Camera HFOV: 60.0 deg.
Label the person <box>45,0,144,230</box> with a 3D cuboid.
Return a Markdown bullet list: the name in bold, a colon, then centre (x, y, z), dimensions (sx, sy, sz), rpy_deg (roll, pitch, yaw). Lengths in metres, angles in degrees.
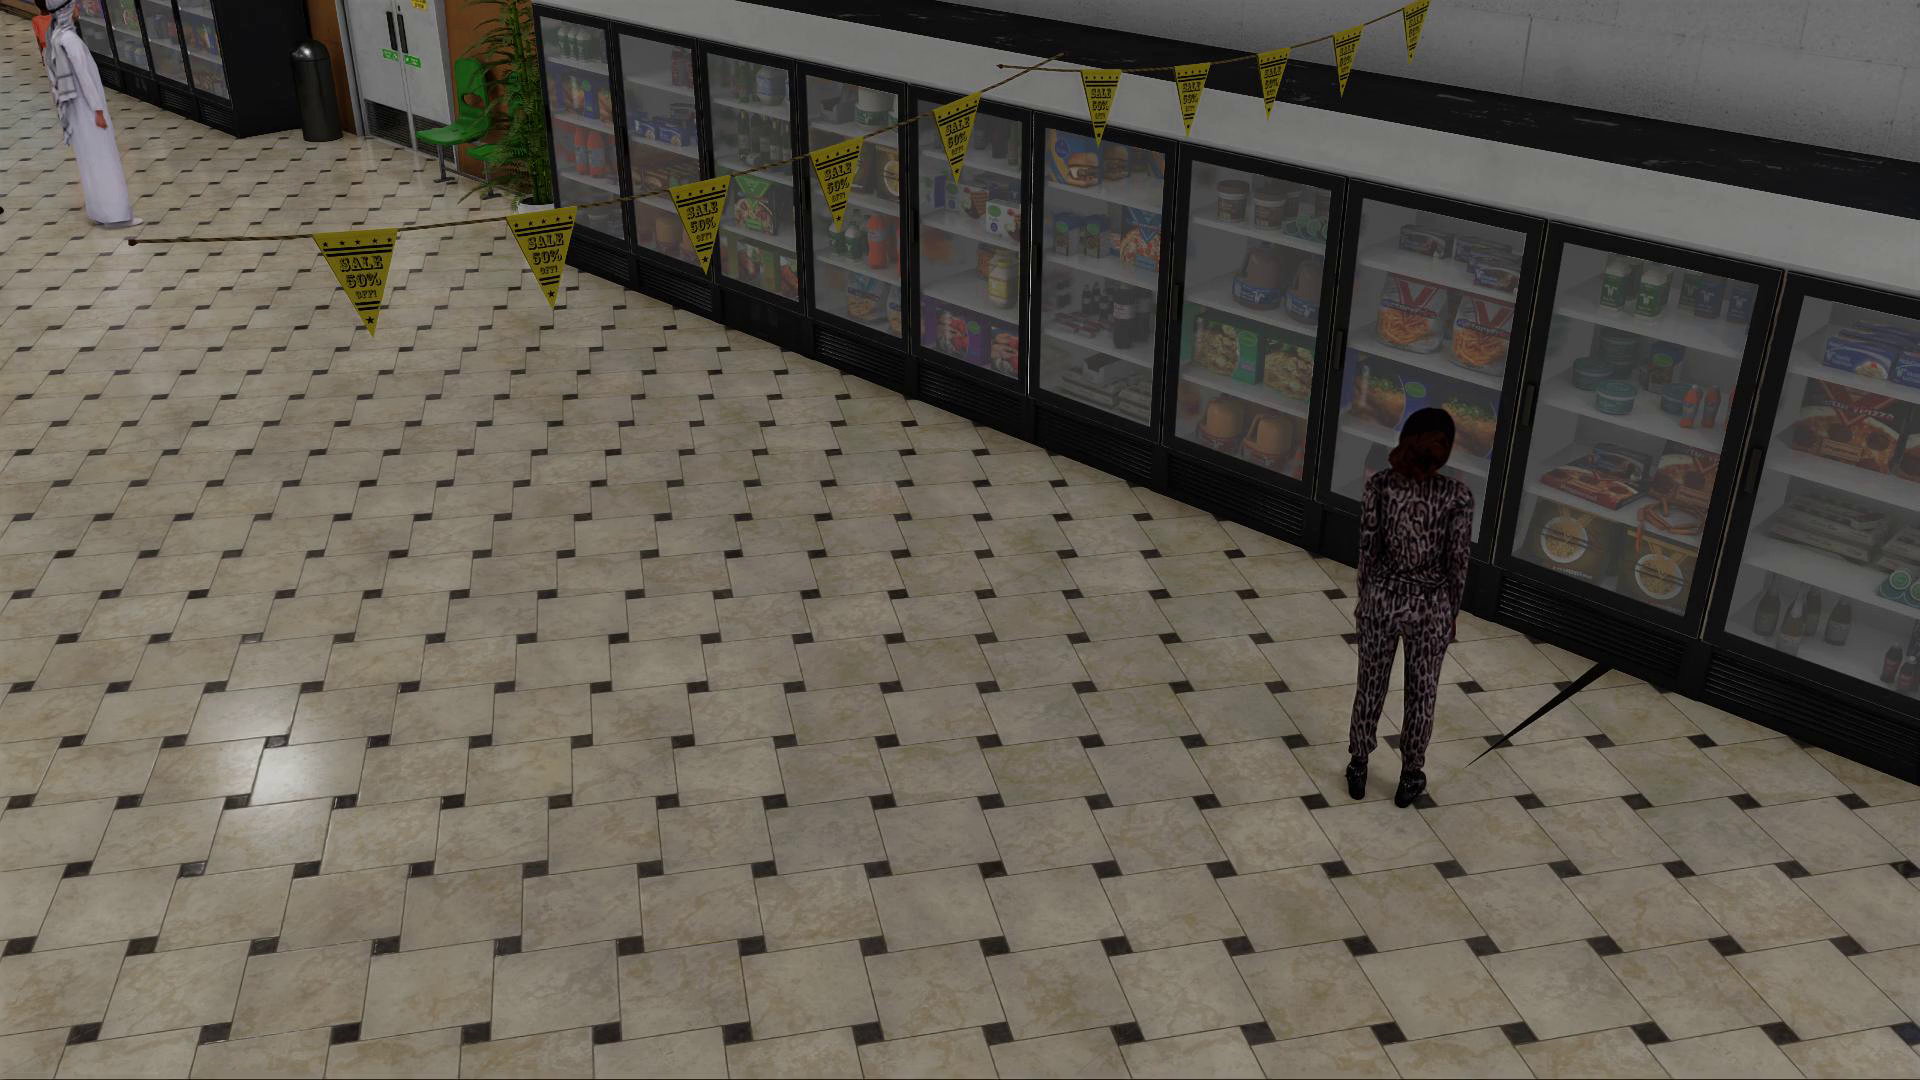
- **person**: centre (-7.293, -3.583, 13.872), dimensions (0.609, 1.926, 0.678), rpy_deg (-24, 36, -39)

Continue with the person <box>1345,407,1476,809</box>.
- **person**: centre (1.739, 0.273, 6.501), dimensions (0.658, 1.714, 0.679), rpy_deg (10, 29, 19)

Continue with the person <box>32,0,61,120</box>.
- **person**: centre (-9.562, -5.127, 17.597), dimensions (0.547, 1.311, 0.622), rpy_deg (-4, 27, -8)
